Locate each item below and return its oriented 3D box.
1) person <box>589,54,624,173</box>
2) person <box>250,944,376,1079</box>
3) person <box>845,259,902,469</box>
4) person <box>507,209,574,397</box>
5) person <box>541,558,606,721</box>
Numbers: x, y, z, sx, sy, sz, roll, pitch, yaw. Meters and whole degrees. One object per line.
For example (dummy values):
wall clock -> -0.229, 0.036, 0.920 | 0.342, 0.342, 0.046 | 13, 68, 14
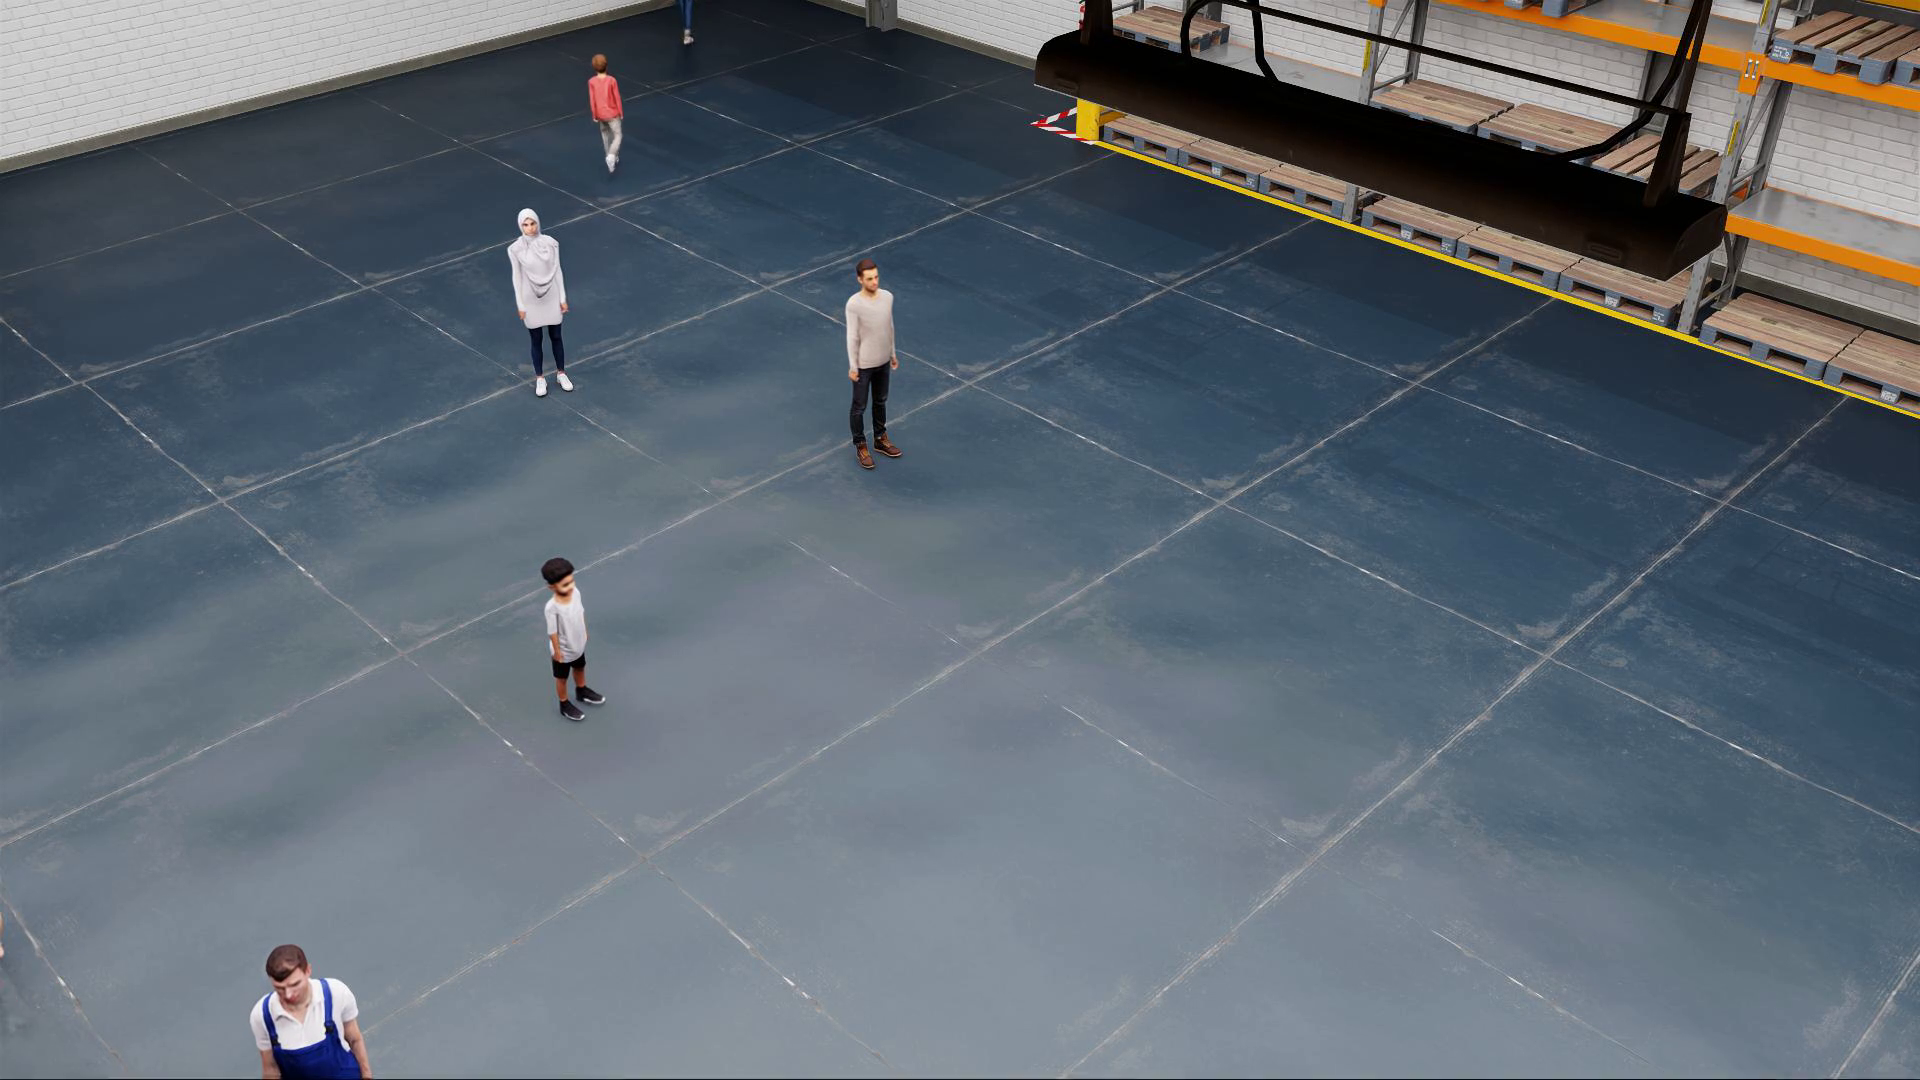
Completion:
person -> -4.243, -5.110, 19.975 | 0.819, 1.407, 0.846 | 3, 34, 5
person -> -3.053, 2.596, 7.981 | 0.711, 1.849, 0.713 | -12, 36, -18
person -> -0.762, -1.532, 14.175 | 0.661, 1.868, 0.584 | -25, 41, -33
person -> -3.845, -2.193, 15.253 | 0.676, 1.776, 0.650 | -14, 36, -19
person -> -2.704, 0.658, 11.433 | 0.533, 1.256, 0.523 | 19, 38, 26
